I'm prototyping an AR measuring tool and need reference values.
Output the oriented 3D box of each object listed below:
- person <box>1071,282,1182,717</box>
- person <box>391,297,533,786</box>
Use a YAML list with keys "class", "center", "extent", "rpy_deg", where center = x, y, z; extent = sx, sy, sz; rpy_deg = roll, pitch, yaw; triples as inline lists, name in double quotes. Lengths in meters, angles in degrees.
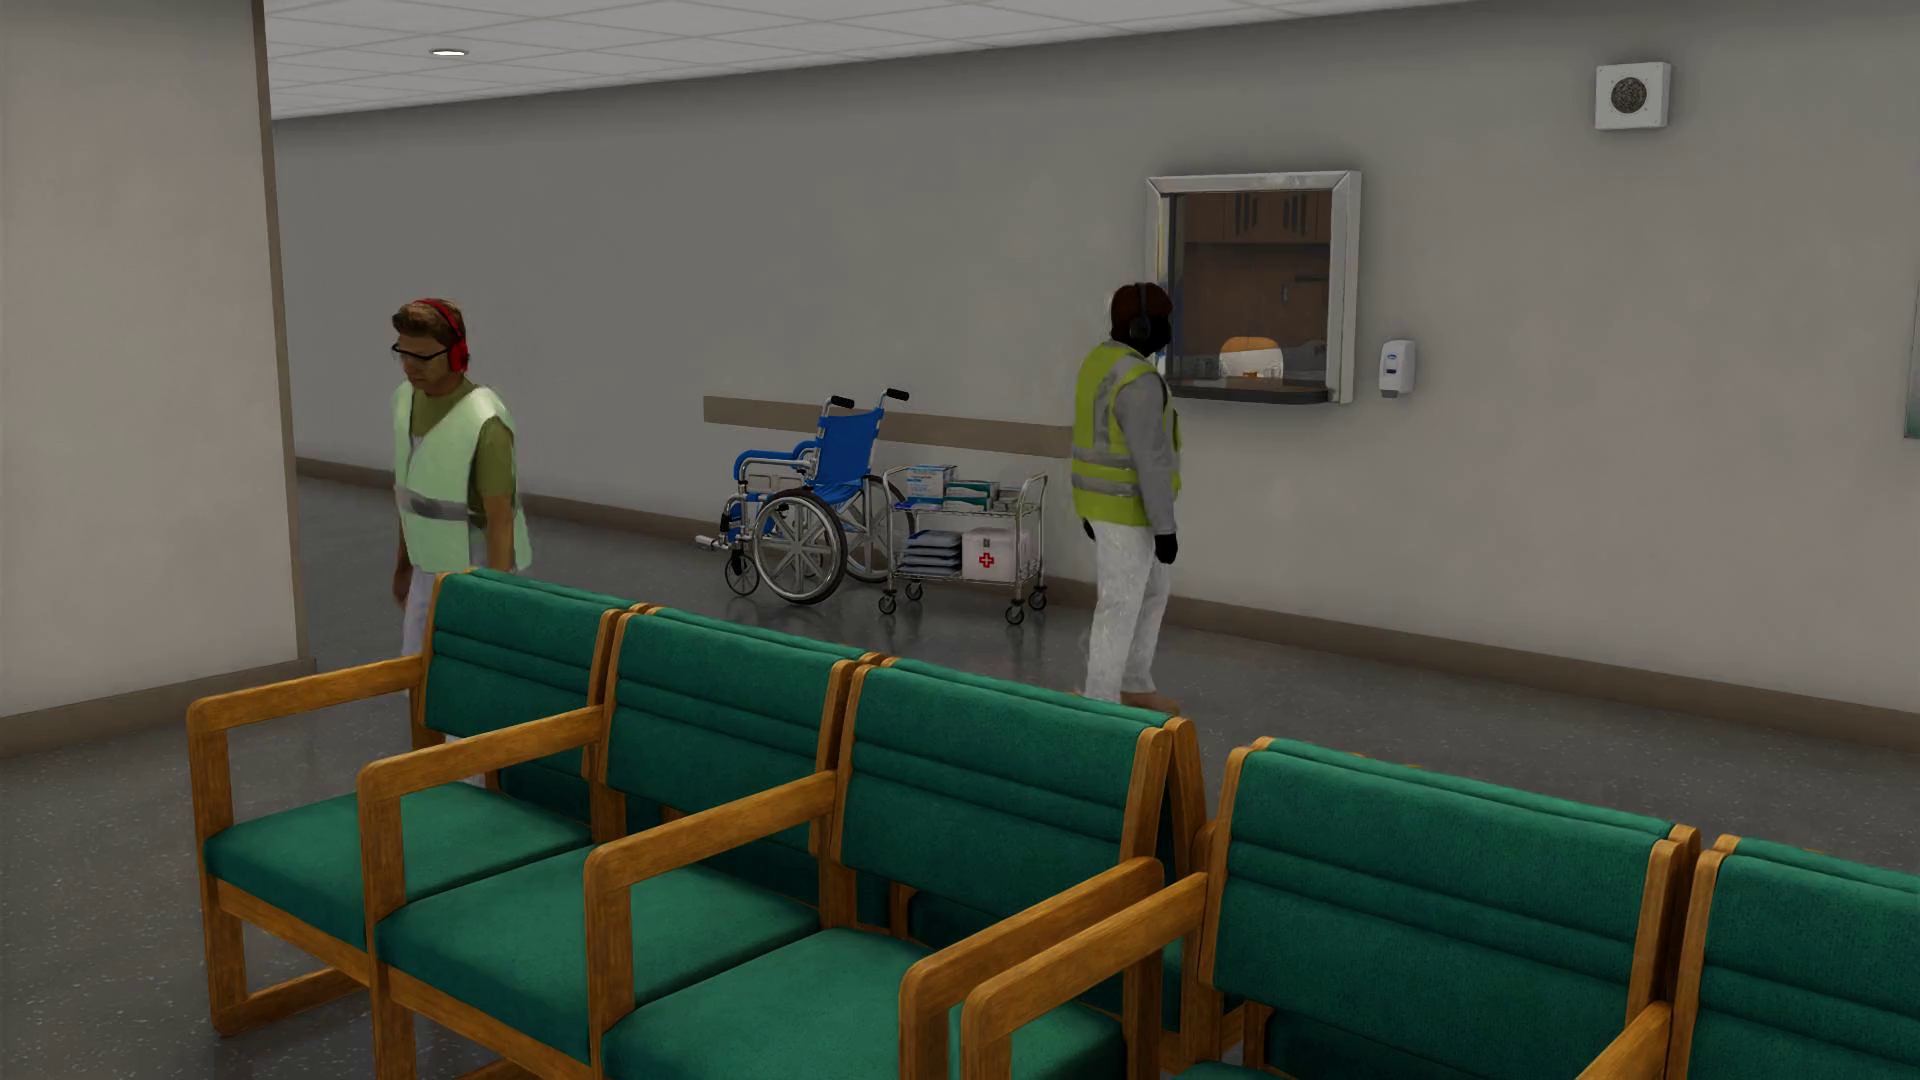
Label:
- class: "person"
  center: [0.754, -0.110, 6.662]
  extent: [0.617, 1.823, 0.638]
  rpy_deg: [-2, 10, -11]
- class: "person"
  center: [-1.595, 0.117, 5.393]
  extent: [0.662, 1.806, 0.564]
  rpy_deg: [10, 14, 44]
